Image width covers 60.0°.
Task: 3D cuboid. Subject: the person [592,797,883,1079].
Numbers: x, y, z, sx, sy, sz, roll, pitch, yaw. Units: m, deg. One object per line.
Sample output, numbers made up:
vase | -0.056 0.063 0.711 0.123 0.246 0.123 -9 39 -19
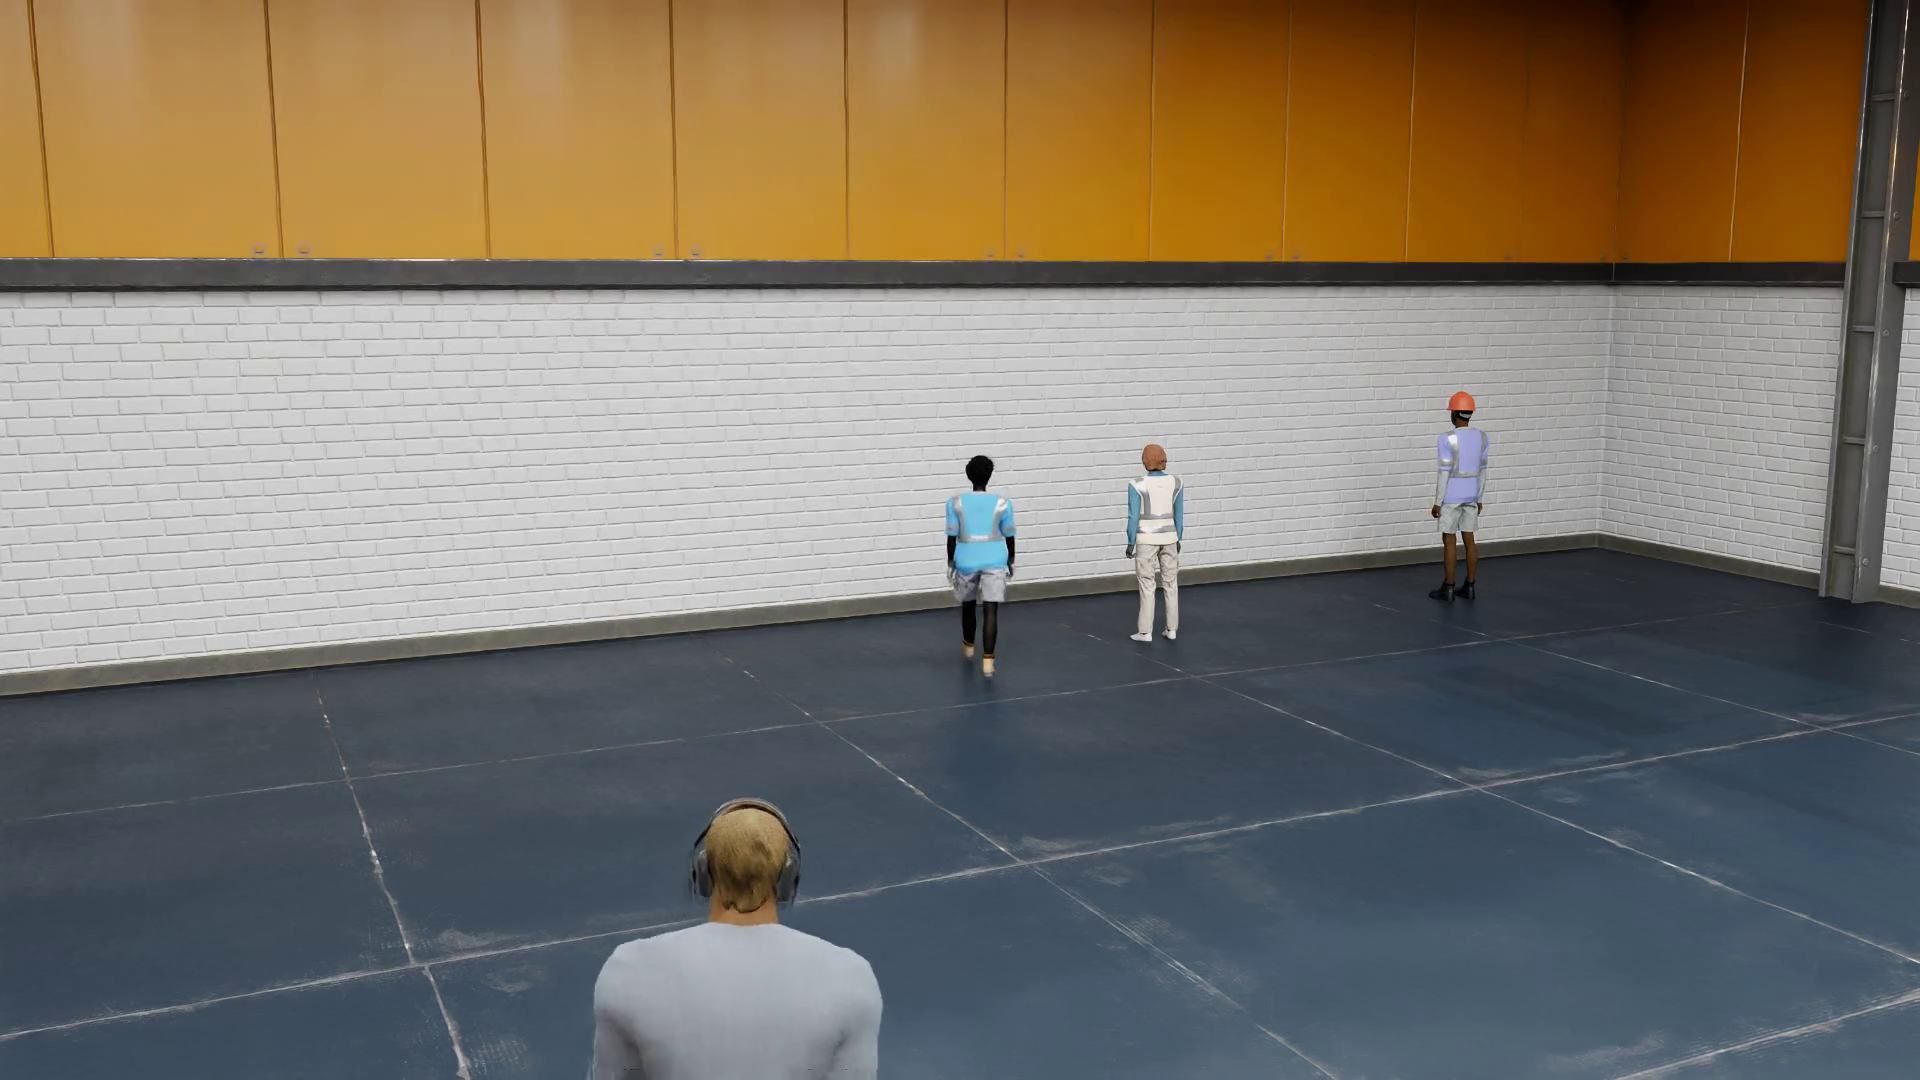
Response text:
person | -0.498 1.506 3.738 0.648 1.890 1.040 -1 9 -8

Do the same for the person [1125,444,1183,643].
person | 1.595 0.032 13.619 0.515 1.638 0.315 -4 10 -21

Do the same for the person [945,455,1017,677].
person | 0.164 0.175 12.689 0.539 1.645 0.849 1 9 5

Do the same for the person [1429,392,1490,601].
person | 4.597 -0.401 15.376 0.551 1.936 0.356 -4 10 -23
